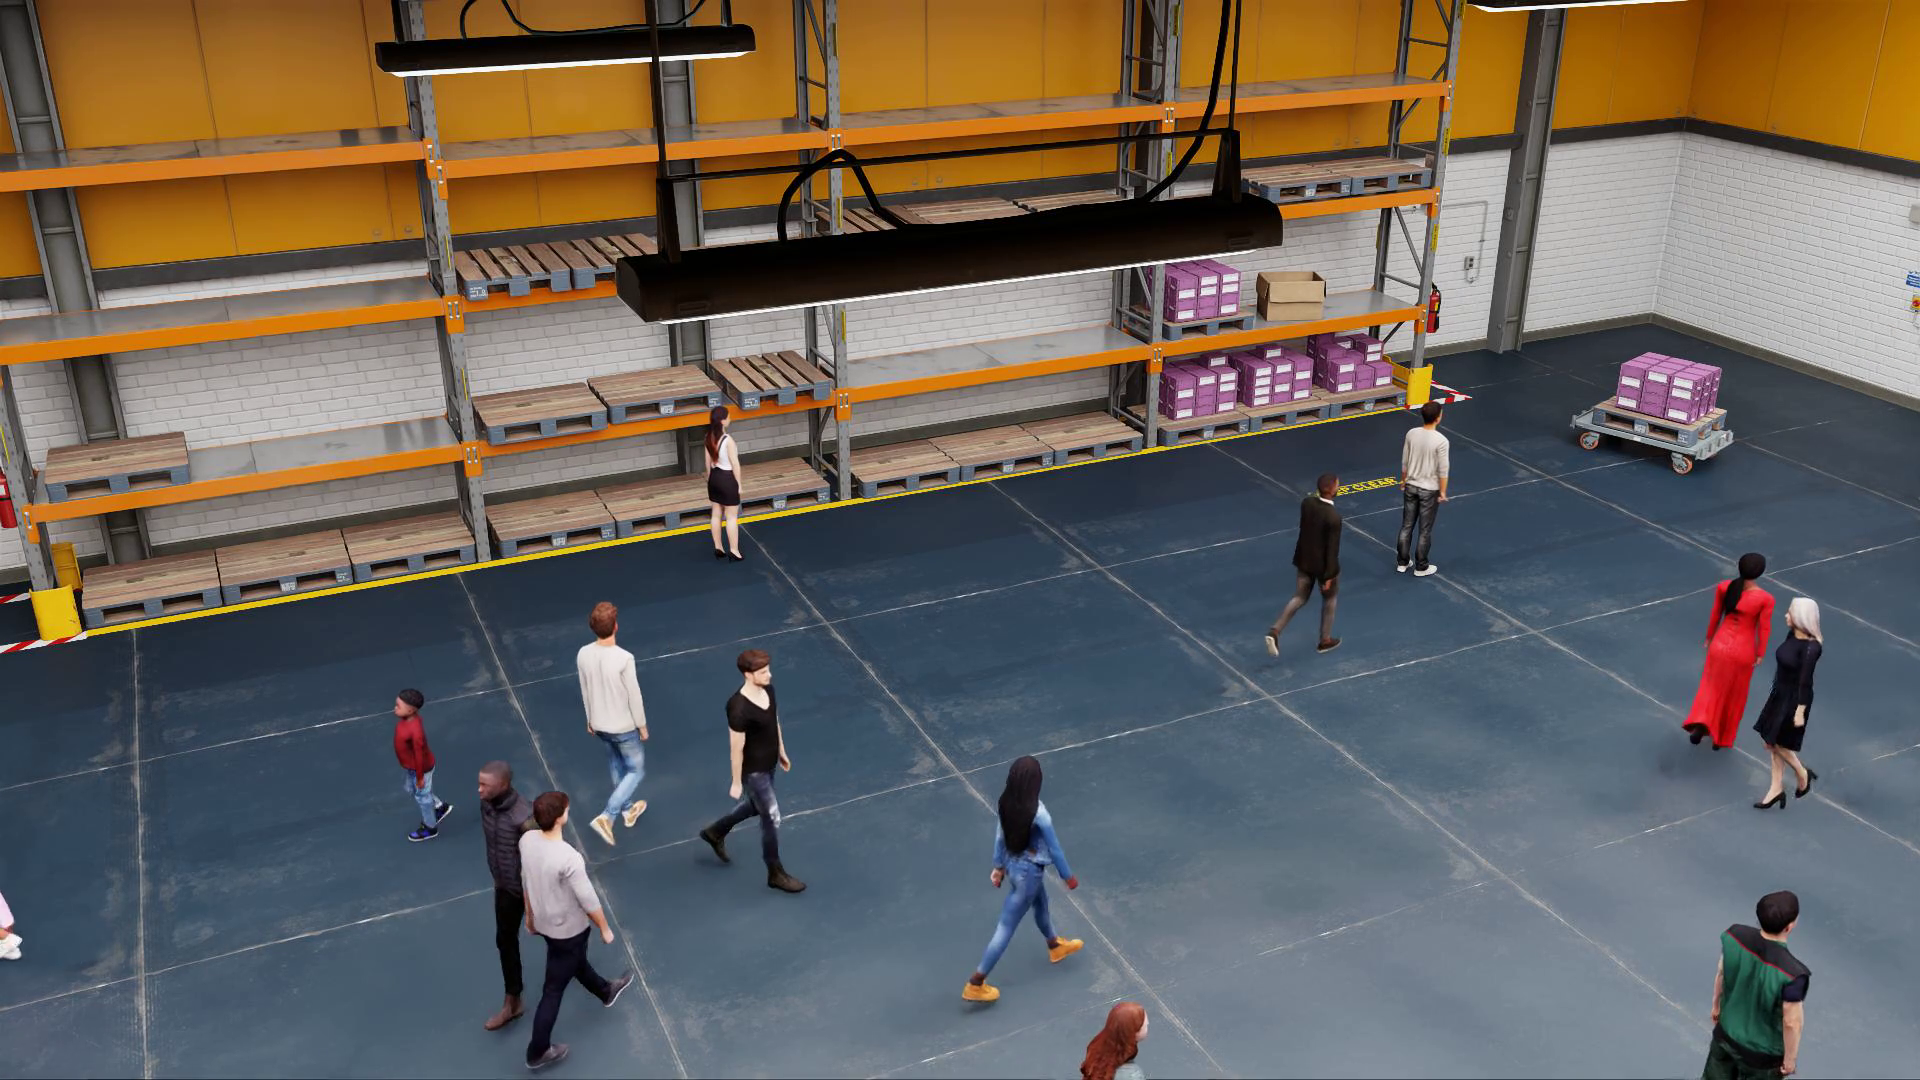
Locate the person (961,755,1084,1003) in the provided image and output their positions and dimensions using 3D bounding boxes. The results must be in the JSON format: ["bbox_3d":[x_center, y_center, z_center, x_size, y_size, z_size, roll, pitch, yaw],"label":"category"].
[{"bbox_3d":[0.327,2.202,10.581,1.250,1.656,0.717,-14,27,-29],"label":"person"}]

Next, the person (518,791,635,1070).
[{"bbox_3d":[-2.478,2.378,10.004,0.996,1.796,1.256,19,30,37],"label":"person"}]

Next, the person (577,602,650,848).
[{"bbox_3d":[-2.546,1.377,12.181,1.045,1.888,1.125,9,25,21],"label":"person"}]

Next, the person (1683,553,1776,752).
[{"bbox_3d":[6.151,0.934,13.335,0.797,1.775,0.903,20,31,38],"label":"person"}]

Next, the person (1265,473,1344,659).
[{"bbox_3d":[3.123,0.266,14.871,1.161,1.769,0.812,-16,29,-33],"label":"person"}]

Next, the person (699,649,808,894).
[{"bbox_3d":[-1.515,1.586,11.723,1.201,1.872,1.114,7,25,16],"label":"person"}]

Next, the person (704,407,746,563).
[{"bbox_3d":[-2.408,-0.563,16.915,0.639,1.651,0.674,13,27,27],"label":"person"}]

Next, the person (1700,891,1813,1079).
[{"bbox_3d":[4.291,2.721,9.070,0.715,1.916,0.666,-10,26,-22],"label":"person"}]

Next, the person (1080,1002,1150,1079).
[{"bbox_3d":[0.703,3.115,8.444,1.114,1.697,0.641,-10,25,-21],"label":"person"}]

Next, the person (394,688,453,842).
[{"bbox_3d":[-3.969,1.645,12.368,0.556,1.247,0.505,-10,26,-22],"label":"person"}]

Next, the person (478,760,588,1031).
[{"bbox_3d":[-2.694,2.149,10.531,1.102,1.795,1.280,14,27,29],"label":"person"}]

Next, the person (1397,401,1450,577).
[{"bbox_3d":[4.617,-0.521,16.618,0.715,1.811,0.665,22,32,40],"label":"person"}]

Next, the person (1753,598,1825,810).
[{"bbox_3d":[6.386,1.264,12.639,0.898,1.728,0.817,1,24,1],"label":"person"}]
